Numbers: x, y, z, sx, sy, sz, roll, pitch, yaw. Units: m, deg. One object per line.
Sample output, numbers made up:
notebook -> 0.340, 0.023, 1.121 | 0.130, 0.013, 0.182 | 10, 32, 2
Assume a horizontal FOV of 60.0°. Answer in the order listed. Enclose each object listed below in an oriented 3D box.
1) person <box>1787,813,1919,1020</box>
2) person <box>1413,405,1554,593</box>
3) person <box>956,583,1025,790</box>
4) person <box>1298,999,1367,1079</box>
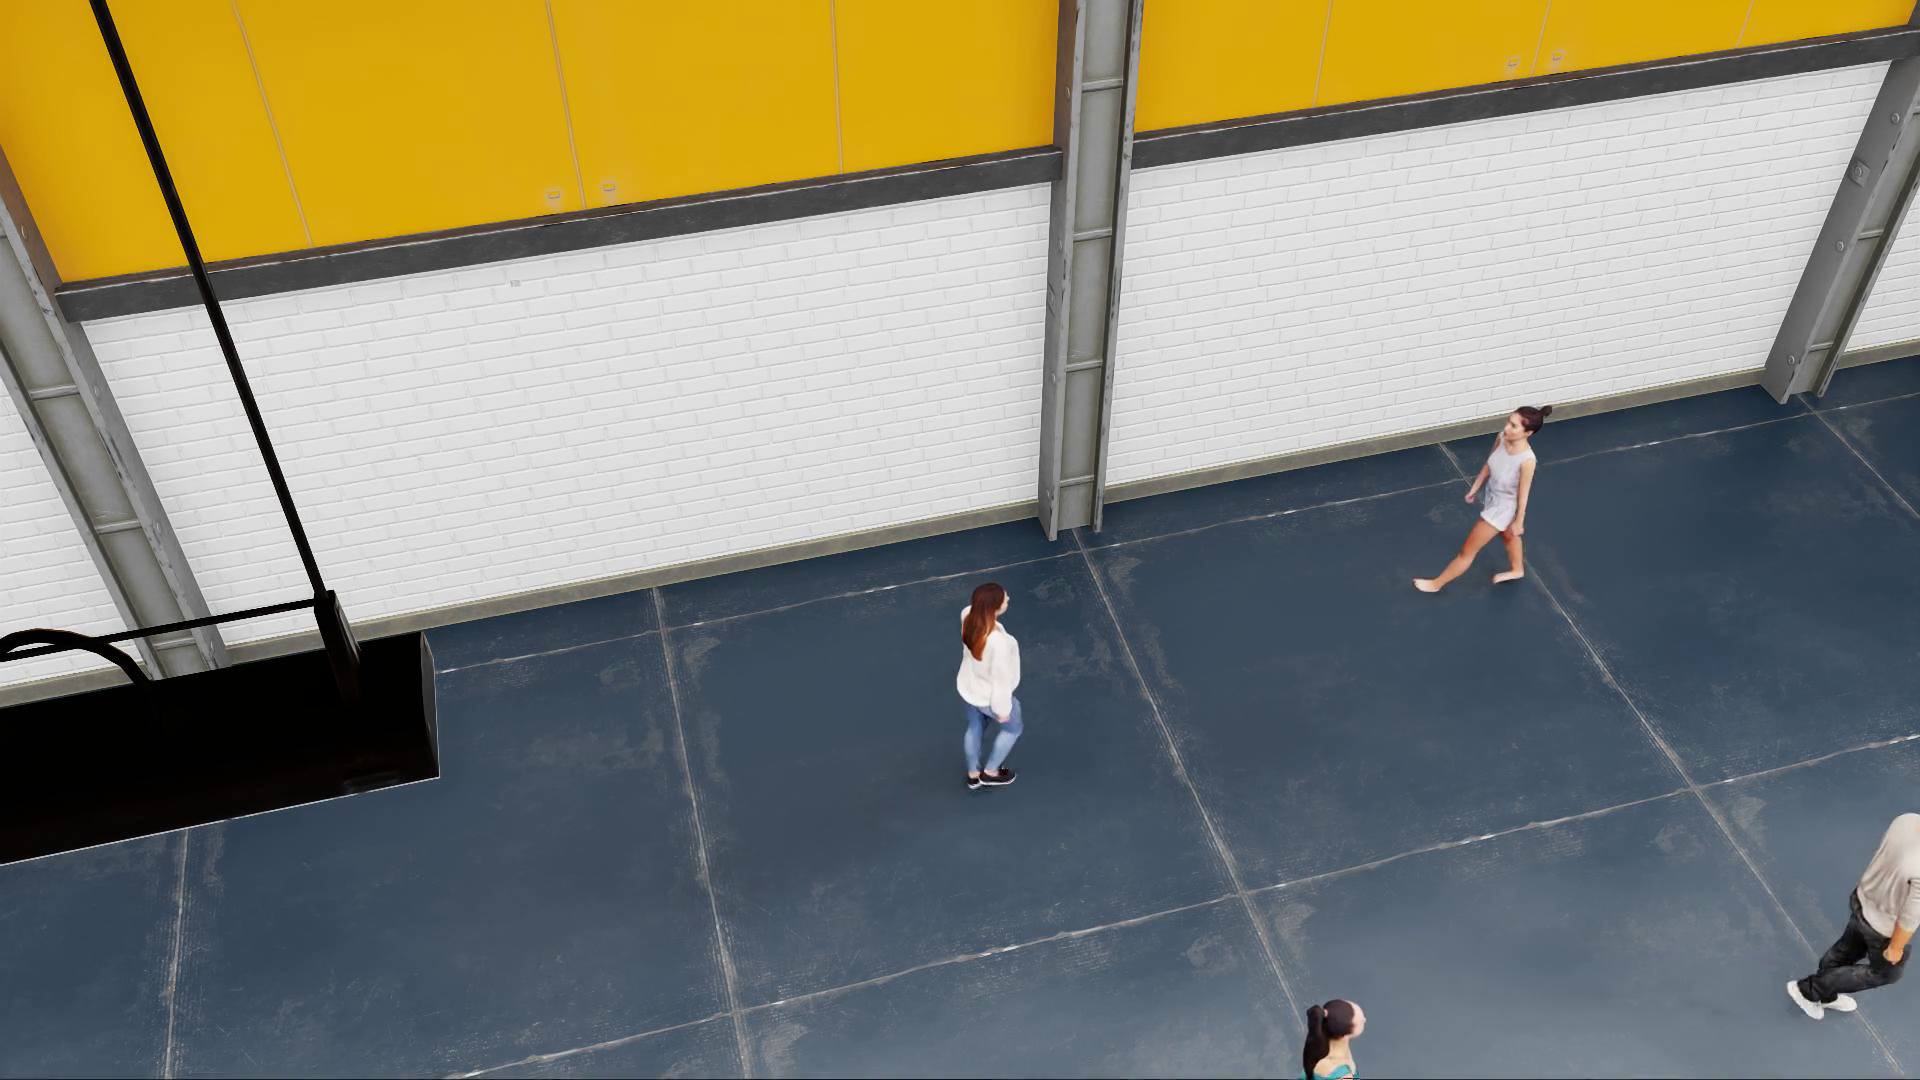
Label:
person -> 4.687, 1.922, 8.592 | 0.808, 1.805, 0.788 | 4, 44, 5
person -> 3.668, -0.244, 11.046 | 1.086, 1.558, 0.673 | -5, 44, -5
person -> 0.095, 0.914, 9.740 | 0.684, 1.683, 0.699 | -23, 48, -22
person -> 1.624, 2.700, 7.877 | 0.968, 1.667, 0.665 | -3, 44, -3
